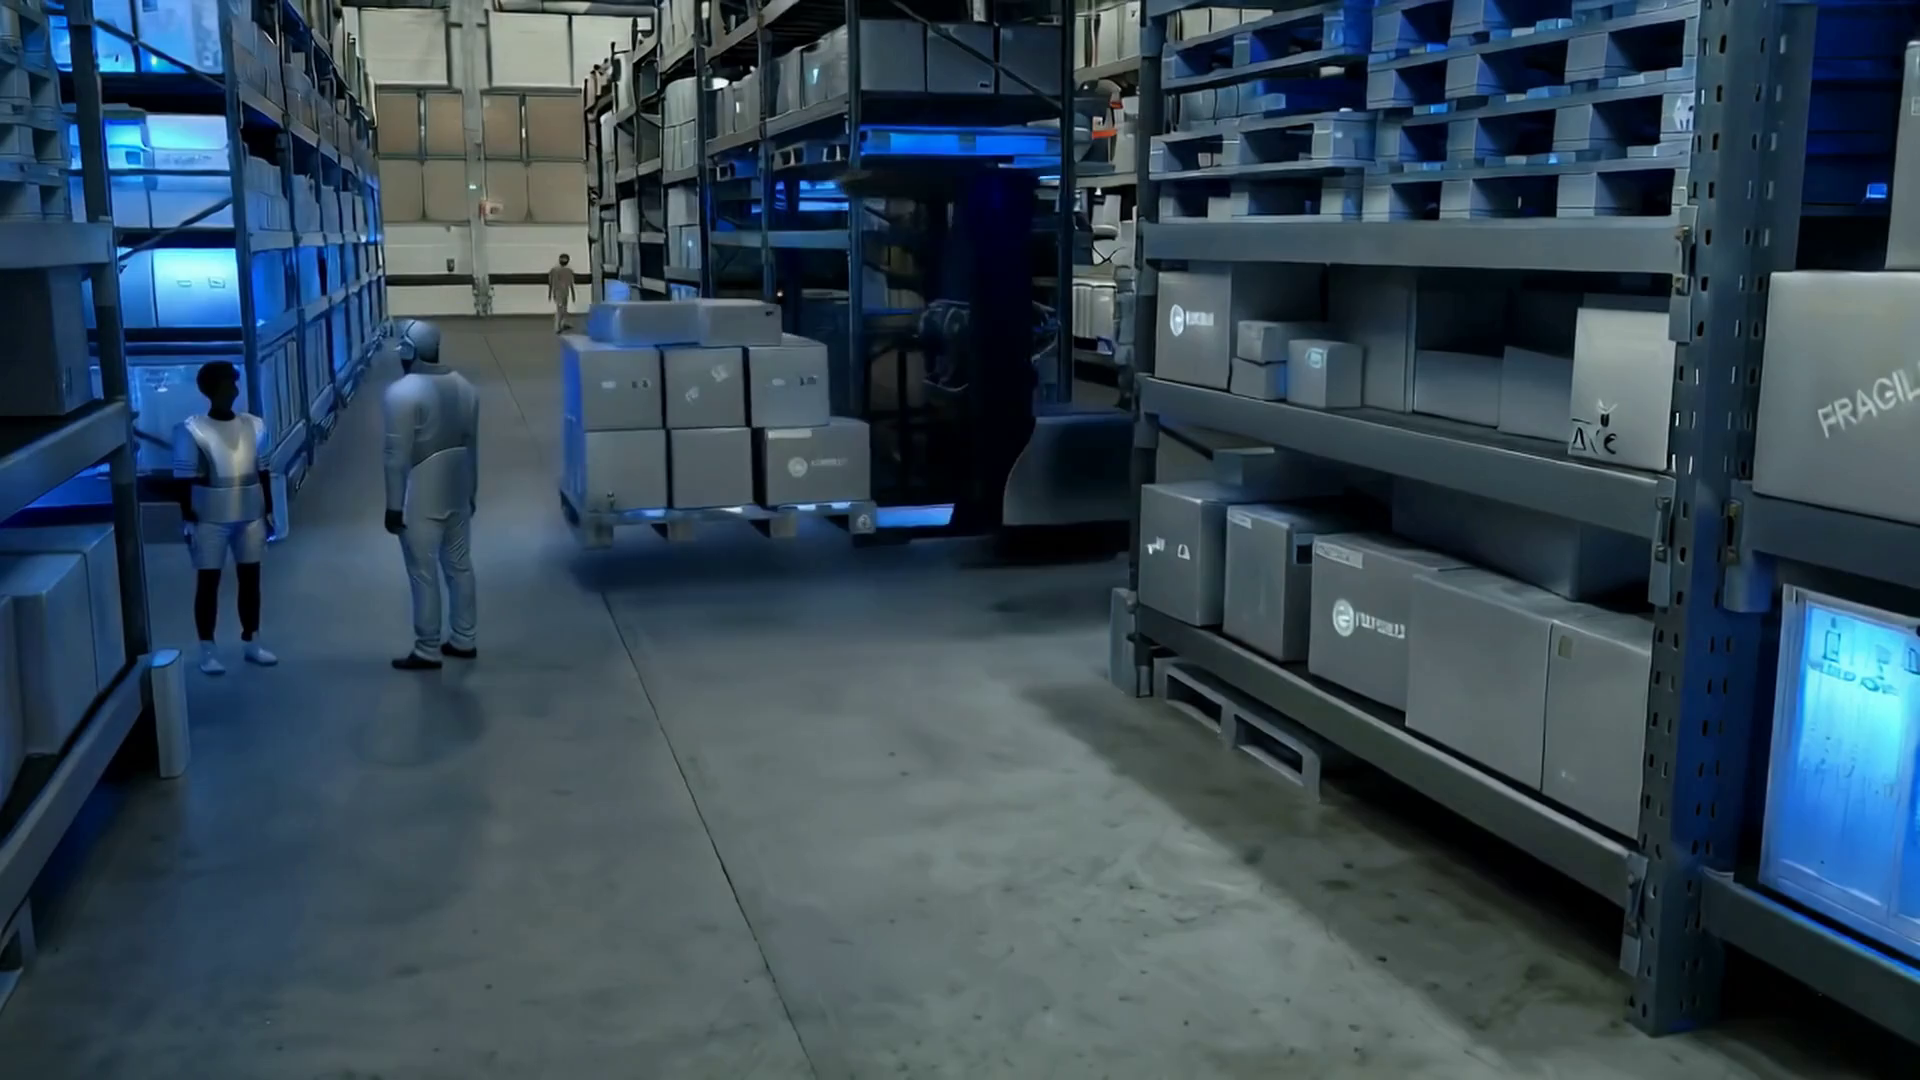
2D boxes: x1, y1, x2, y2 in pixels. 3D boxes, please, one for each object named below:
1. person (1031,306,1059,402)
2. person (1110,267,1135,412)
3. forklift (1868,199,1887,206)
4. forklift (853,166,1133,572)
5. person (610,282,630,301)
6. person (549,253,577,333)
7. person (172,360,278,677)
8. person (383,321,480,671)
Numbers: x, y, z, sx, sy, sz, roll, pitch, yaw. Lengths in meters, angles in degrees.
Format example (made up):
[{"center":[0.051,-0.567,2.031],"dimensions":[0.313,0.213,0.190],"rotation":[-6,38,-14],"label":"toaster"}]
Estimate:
[{"center":[0.914,-1.647,17.548],"dimensions":[0.288,1.626,0.497],"rotation":[-7,12,-33],"label":"person"},{"center":[2.199,-2.701,22.466],"dimensions":[0.374,1.935,0.552],"rotation":[8,13,38],"label":"person"},{"center":[11.338,-2.915,21.052],"dimensions":[1.129,2.768,1.873],"rotation":[-3,11,-17],"label":"forklift"},{"center":[0.259,-1.278,12.074],"dimensions":[1.873,2.768,1.129],"rotation":[-3,11,-18],"label":"forklift"},{"center":[-4.325,-2.364,21.064],"dimensions":[0.585,1.790,0.944],"rotation":[-4,11,-23],"label":"person"},{"center":[-9.715,-6.071,40.918],"dimensions":[0.633,1.936,0.996],"rotation":[3,11,15],"label":"person"},{"center":[-3.950,-0.122,8.983],"dimensions":[0.318,1.695,0.539],"rotation":[9,14,41],"label":"person"},{"center":[-2.907,-0.243,9.108],"dimensions":[0.398,1.900,0.647],"rotation":[5,11,24],"label":"person"}]
